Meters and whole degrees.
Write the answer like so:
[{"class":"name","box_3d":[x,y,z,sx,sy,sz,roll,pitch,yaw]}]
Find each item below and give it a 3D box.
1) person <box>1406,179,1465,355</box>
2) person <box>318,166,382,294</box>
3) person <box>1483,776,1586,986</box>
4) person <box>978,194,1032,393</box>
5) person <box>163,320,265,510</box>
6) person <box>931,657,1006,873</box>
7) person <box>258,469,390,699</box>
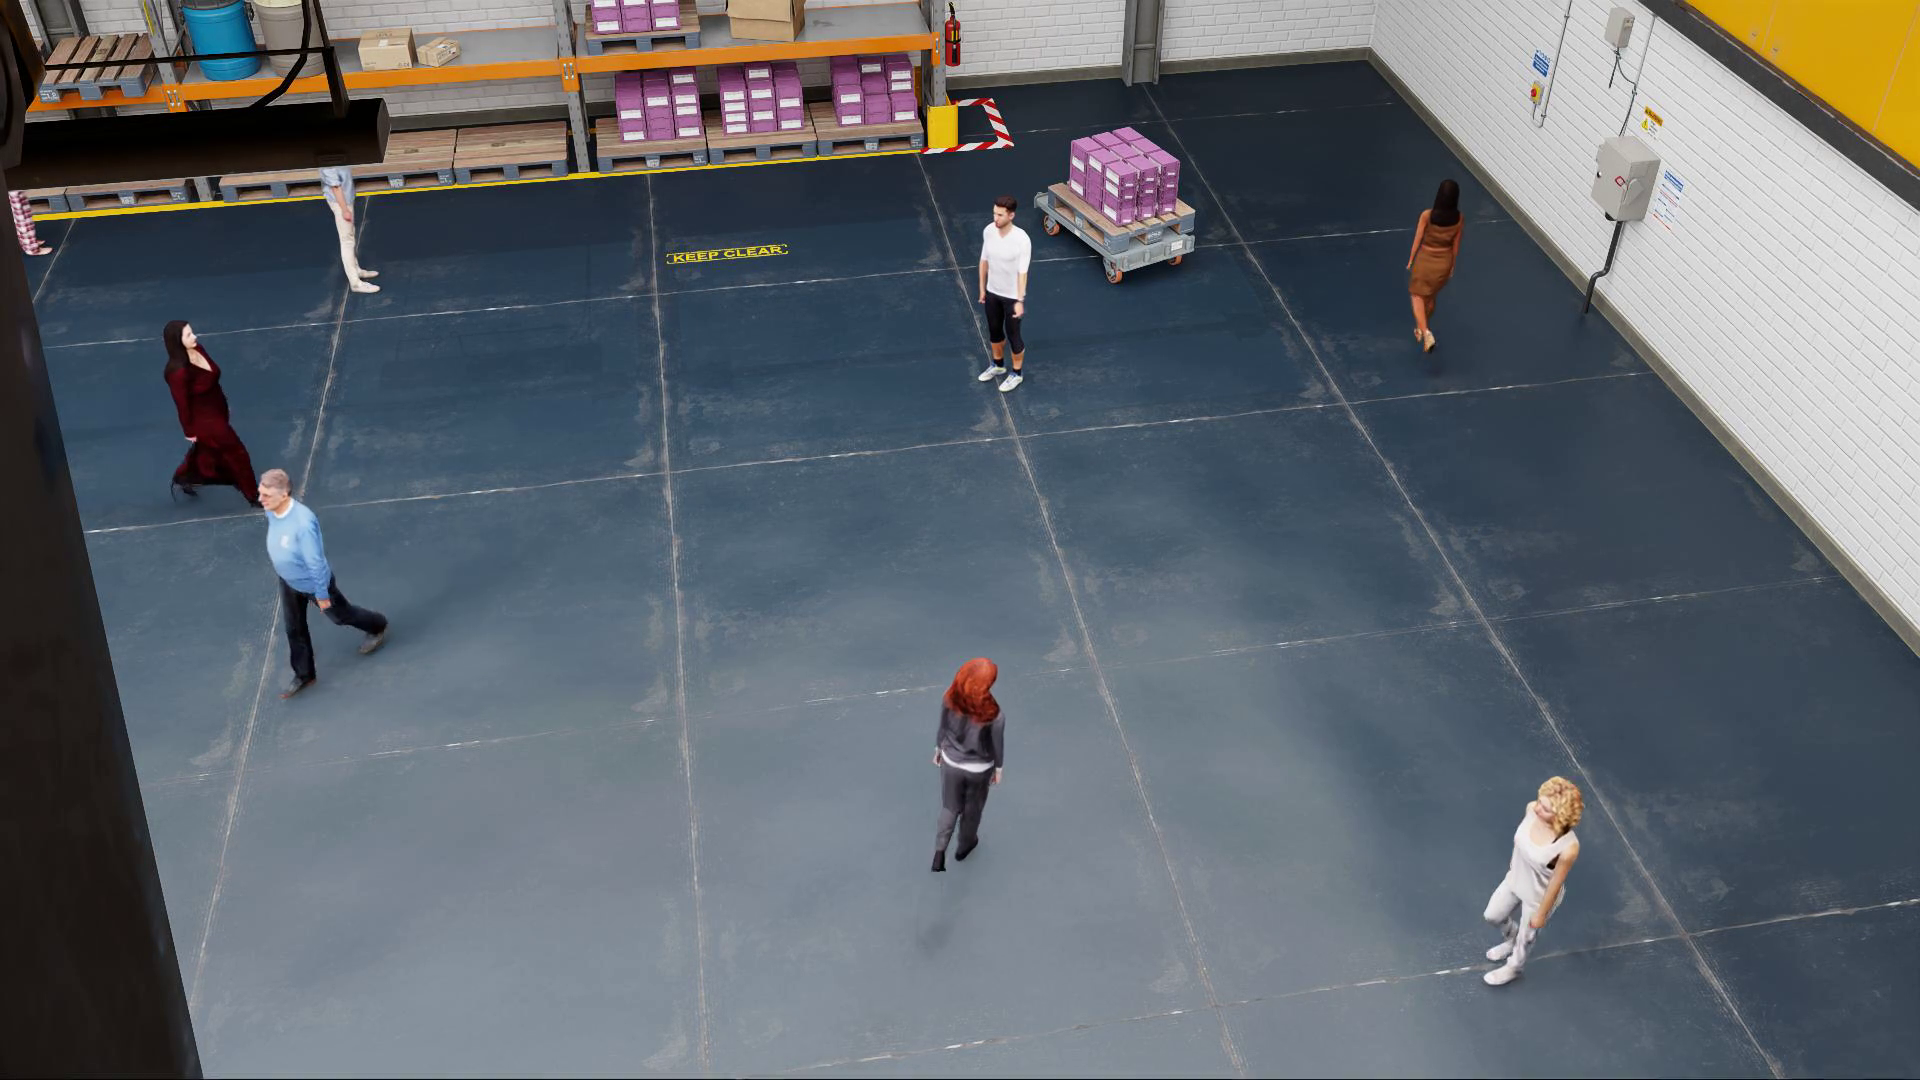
[{"class":"person","box_3d":[4.271,-2.424,15.010,0.876,1.669,0.681,-2,39,-2]},{"class":"person","box_3d":[-5.936,-3.272,15.929,0.570,1.847,0.663,-9,40,-12]},{"class":"person","box_3d":[3.363,1.966,9.521,0.630,1.659,0.637,-13,40,-15]},{"class":"person","box_3d":[0.404,-2.180,14.561,0.738,1.848,0.792,25,45,28]},{"class":"person","box_3d":[-6.054,-0.954,13.125,1.098,1.723,0.735,-3,39,-3]},{"class":"person","box_3d":[0.014,1.440,10.103,0.870,1.754,0.903,15,41,17]},{"class":"person","box_3d":[-4.483,0.218,11.611,1.165,1.782,1.214,23,44,26]}]
